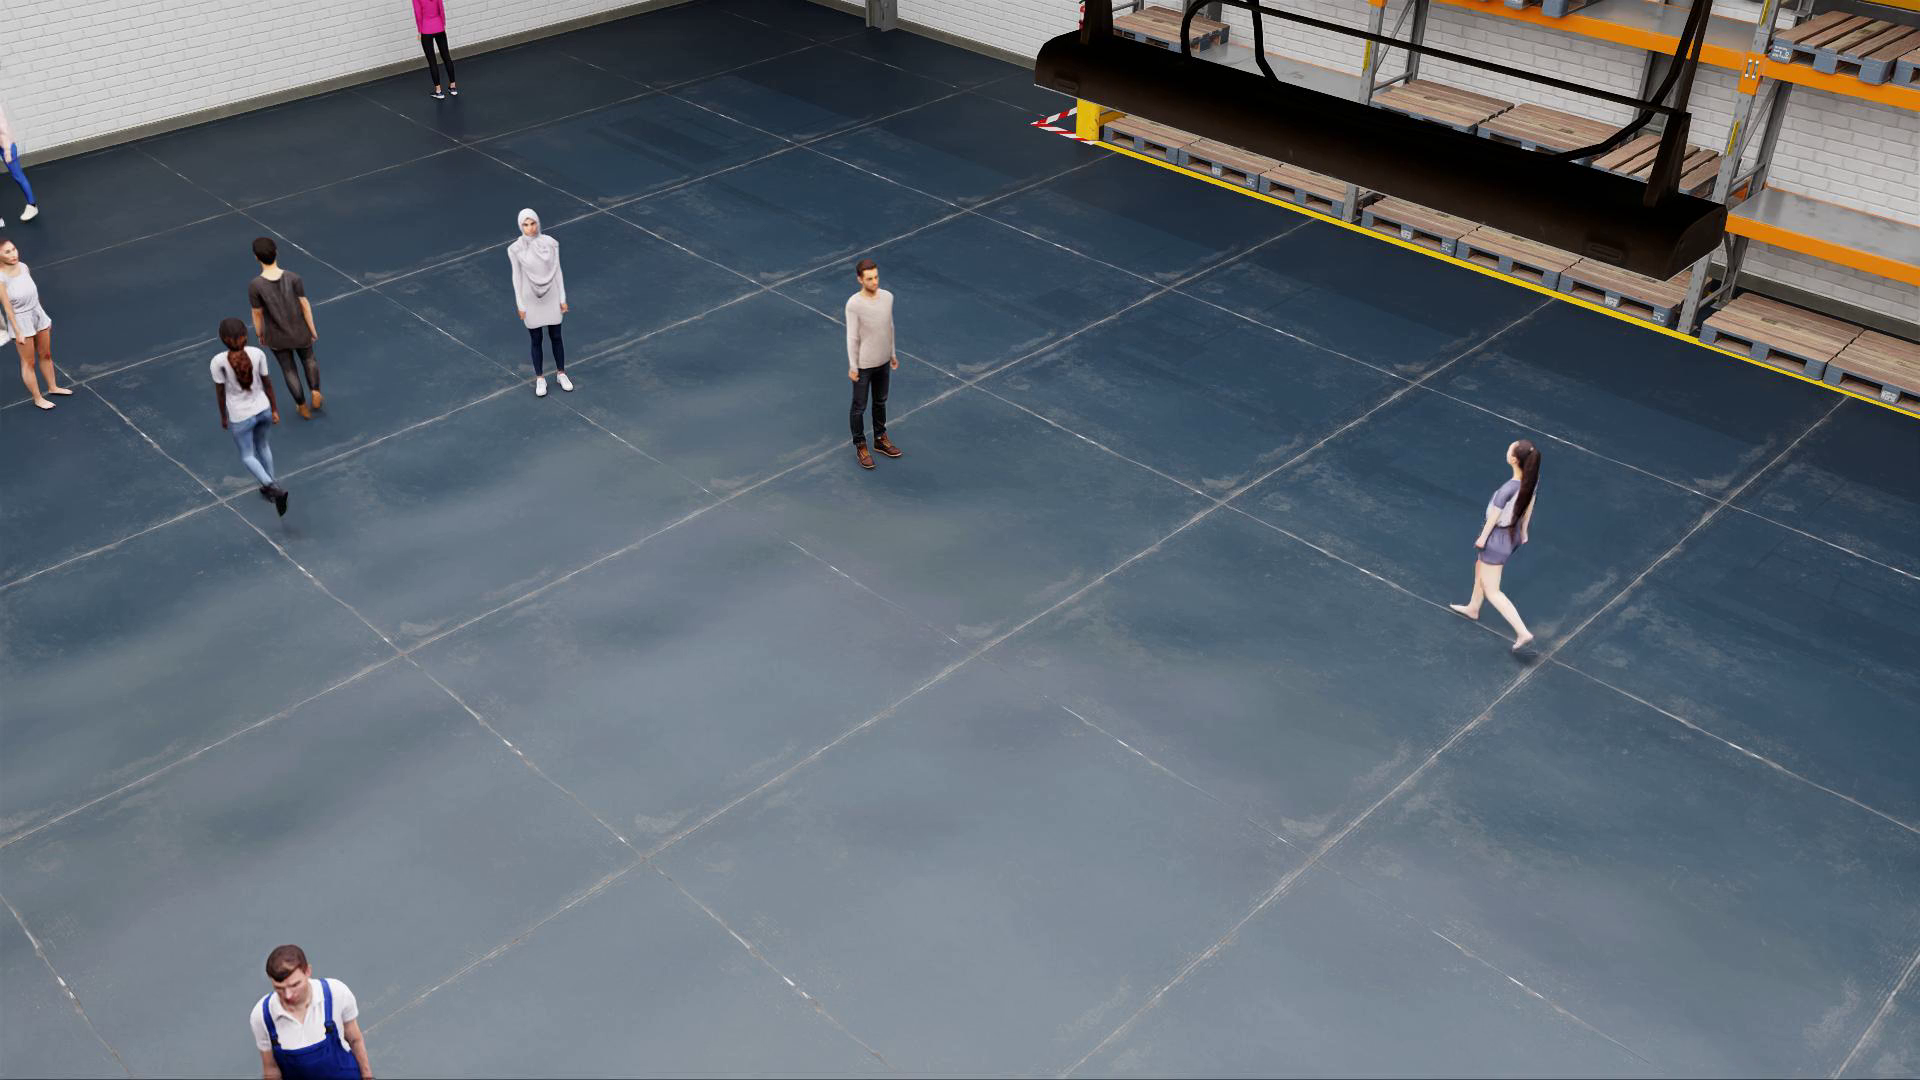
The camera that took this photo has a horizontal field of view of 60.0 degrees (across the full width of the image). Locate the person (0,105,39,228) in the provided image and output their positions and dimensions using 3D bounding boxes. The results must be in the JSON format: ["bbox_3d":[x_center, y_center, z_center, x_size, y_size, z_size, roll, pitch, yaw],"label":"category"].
[{"bbox_3d":[-10.680,-4.398,18.610,1.032,1.732,1.017,9,35,13],"label":"person"}]

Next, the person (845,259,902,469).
[{"bbox_3d":[-0.762,-1.532,14.175,0.660,1.868,0.583,-25,41,-33],"label":"person"}]

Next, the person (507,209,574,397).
[{"bbox_3d":[-3.845,-2.193,15.253,0.676,1.776,0.649,-14,36,-20],"label":"person"}]

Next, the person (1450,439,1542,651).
[{"bbox_3d":[3.976,0.051,12.017,0.602,1.621,0.965,-27,42,-35],"label":"person"}]

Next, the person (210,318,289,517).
[{"bbox_3d":[-5.725,-0.974,13.482,0.594,1.706,0.910,-27,42,-35],"label":"person"}]

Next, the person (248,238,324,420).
[{"bbox_3d":[-5.975,-1.844,14.795,0.749,1.702,0.773,-15,36,-21],"label":"person"}]

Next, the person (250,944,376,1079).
[{"bbox_3d":[-3.052,2.596,7.982,0.710,1.849,0.712,-13,36,-18],"label":"person"}]

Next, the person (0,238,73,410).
[{"bbox_3d":[-8.480,-1.993,15.104,0.675,1.609,0.649,7,34,10],"label":"person"}]

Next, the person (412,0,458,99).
[{"bbox_3d":[-7.050,-6.792,22.242,0.576,1.699,0.538,-28,43,-36],"label":"person"}]
